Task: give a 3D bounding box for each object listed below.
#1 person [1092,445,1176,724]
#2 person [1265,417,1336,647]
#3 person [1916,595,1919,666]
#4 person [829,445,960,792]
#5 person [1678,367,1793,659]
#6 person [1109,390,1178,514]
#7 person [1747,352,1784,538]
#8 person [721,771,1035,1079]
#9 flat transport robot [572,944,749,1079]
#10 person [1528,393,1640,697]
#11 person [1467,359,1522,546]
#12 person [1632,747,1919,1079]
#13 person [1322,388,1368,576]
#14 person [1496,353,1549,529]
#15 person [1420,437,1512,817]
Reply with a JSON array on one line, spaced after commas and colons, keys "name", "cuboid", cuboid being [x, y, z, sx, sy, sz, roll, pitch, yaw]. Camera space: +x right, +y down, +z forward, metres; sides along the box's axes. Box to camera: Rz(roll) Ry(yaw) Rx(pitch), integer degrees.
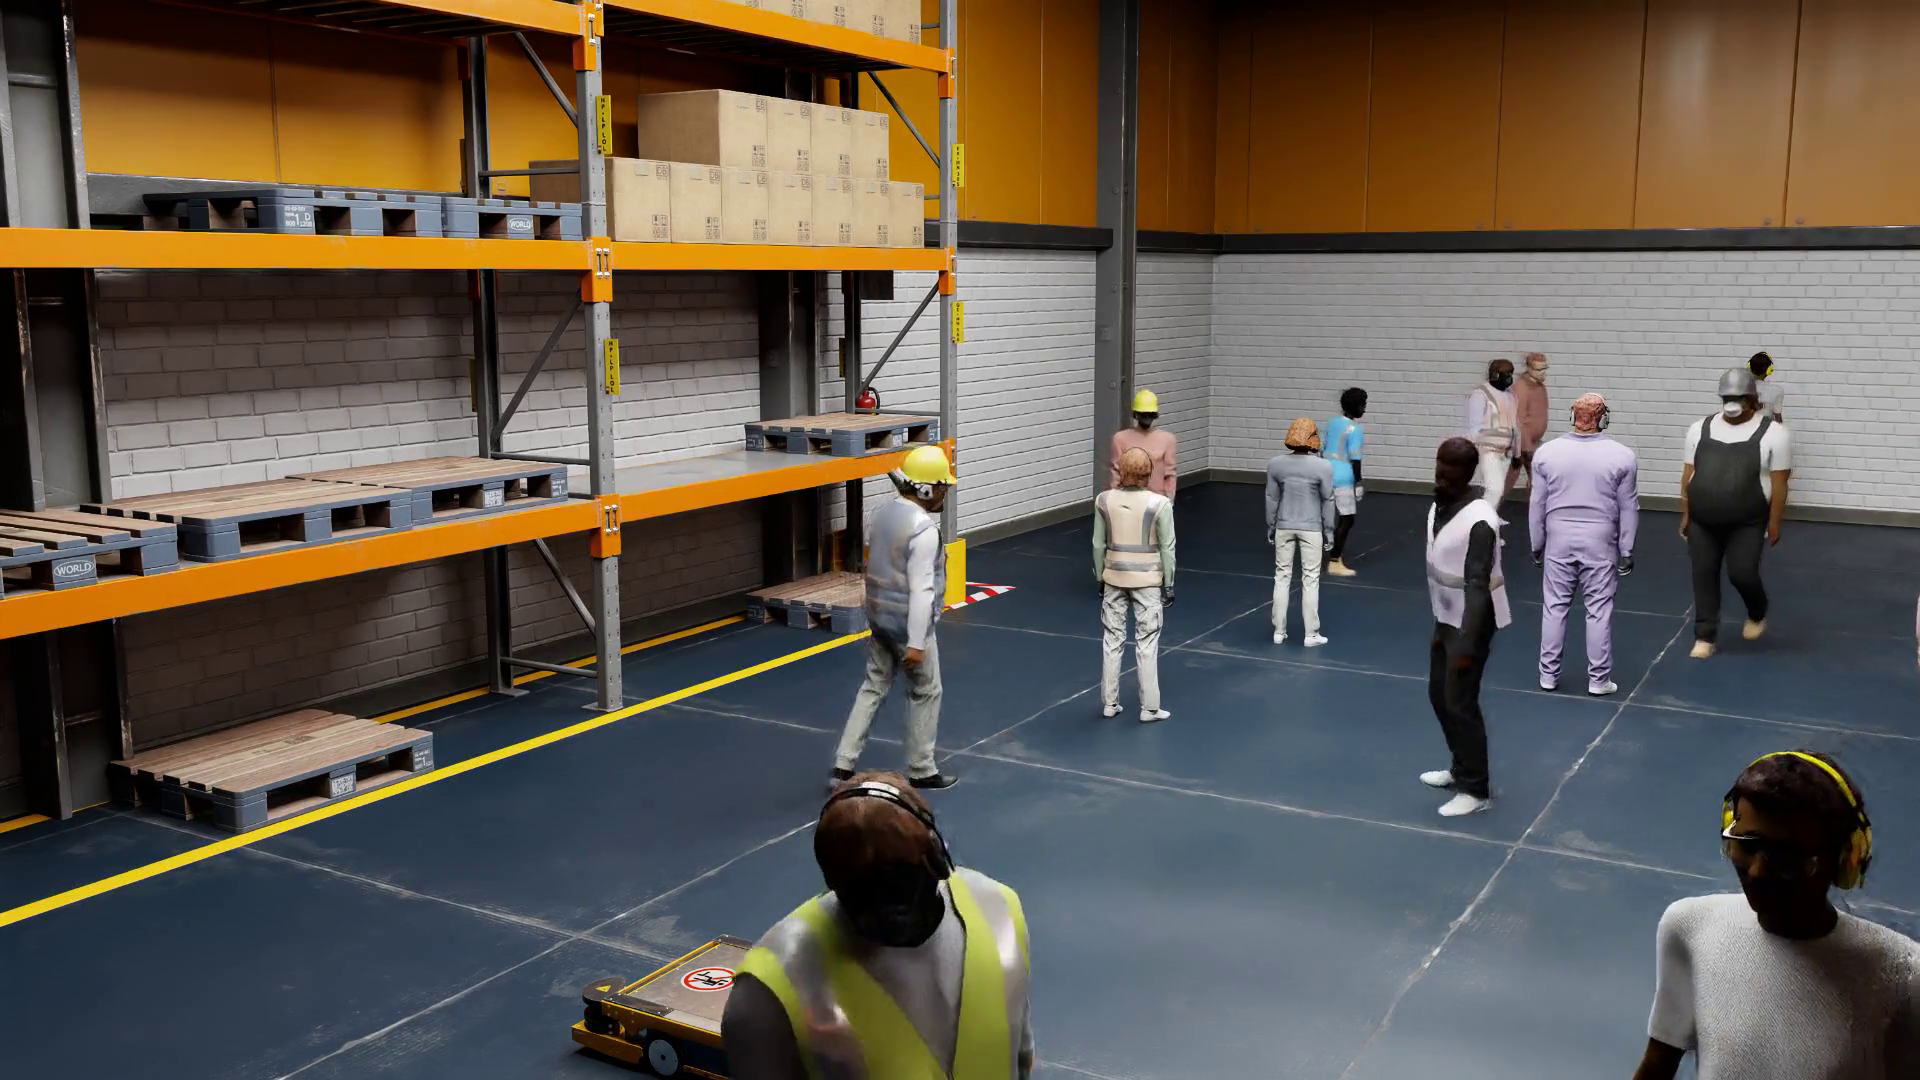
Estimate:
[{"name": "person", "cuboid": [1.025, 0.263, 9.811, 0.522, 1.645, 0.305, 5, 10, 29]}, {"name": "person", "cuboid": [2.420, -0.057, 11.844, 0.507, 1.632, 0.275, 5, 10, 29]}, {"name": "person", "cuboid": [4.613, 0.575, 7.649, 0.384, 1.726, 0.560, -4, 10, -24]}, {"name": "person", "cuboid": [-0.350, 0.419, 8.406, 0.676, 1.798, 0.610, -5, 10, -30]}, {"name": "person", "cuboid": [5.324, -0.203, 11.490, 0.692, 2.000, 0.698, 8, 12, 41]}, {"name": "person", "cuboid": [1.438, -0.314, 13.108, 0.525, 1.750, 0.440, -1, 9, -5]}, {"name": "person", "cuboid": [7.955, -0.946, 16.659, 0.531, 1.870, 0.316, 5, 10, 29]}, {"name": "person", "cuboid": [-0.109, 1.270, 3.053, 0.679, 1.803, 0.465, -6, 11, -34]}, {"name": "flat transport robot", "cuboid": [-0.539, 1.630, 5.552, 1.431, 0.197, 0.652, 5, 11, 30]}, {"name": "person", "cuboid": [3.916, 0.029, 10.458, 0.651, 1.907, 0.409, 5, 10, 29]}, {"name": "person", "cuboid": [5.186, -0.833, 16.079, 0.659, 1.828, 0.479, -7, 11, -36]}, {"name": "person", "cuboid": [1.372, 1.271, 2.924, 0.892, 1.829, 0.545, -7, 12, -38]}, {"name": "person", "cuboid": [3.291, -0.504, 14.556, 0.429, 1.662, 0.589, -3, 10, -18]}, {"name": "person", "cuboid": [5.849, -1.021, 17.239, 0.671, 1.843, 0.846, -8, 12, -42]}, {"name": "person", "cuboid": [2.450, 0.424, 8.096, 0.452, 1.874, 0.652, -1, 9, -3]}]
